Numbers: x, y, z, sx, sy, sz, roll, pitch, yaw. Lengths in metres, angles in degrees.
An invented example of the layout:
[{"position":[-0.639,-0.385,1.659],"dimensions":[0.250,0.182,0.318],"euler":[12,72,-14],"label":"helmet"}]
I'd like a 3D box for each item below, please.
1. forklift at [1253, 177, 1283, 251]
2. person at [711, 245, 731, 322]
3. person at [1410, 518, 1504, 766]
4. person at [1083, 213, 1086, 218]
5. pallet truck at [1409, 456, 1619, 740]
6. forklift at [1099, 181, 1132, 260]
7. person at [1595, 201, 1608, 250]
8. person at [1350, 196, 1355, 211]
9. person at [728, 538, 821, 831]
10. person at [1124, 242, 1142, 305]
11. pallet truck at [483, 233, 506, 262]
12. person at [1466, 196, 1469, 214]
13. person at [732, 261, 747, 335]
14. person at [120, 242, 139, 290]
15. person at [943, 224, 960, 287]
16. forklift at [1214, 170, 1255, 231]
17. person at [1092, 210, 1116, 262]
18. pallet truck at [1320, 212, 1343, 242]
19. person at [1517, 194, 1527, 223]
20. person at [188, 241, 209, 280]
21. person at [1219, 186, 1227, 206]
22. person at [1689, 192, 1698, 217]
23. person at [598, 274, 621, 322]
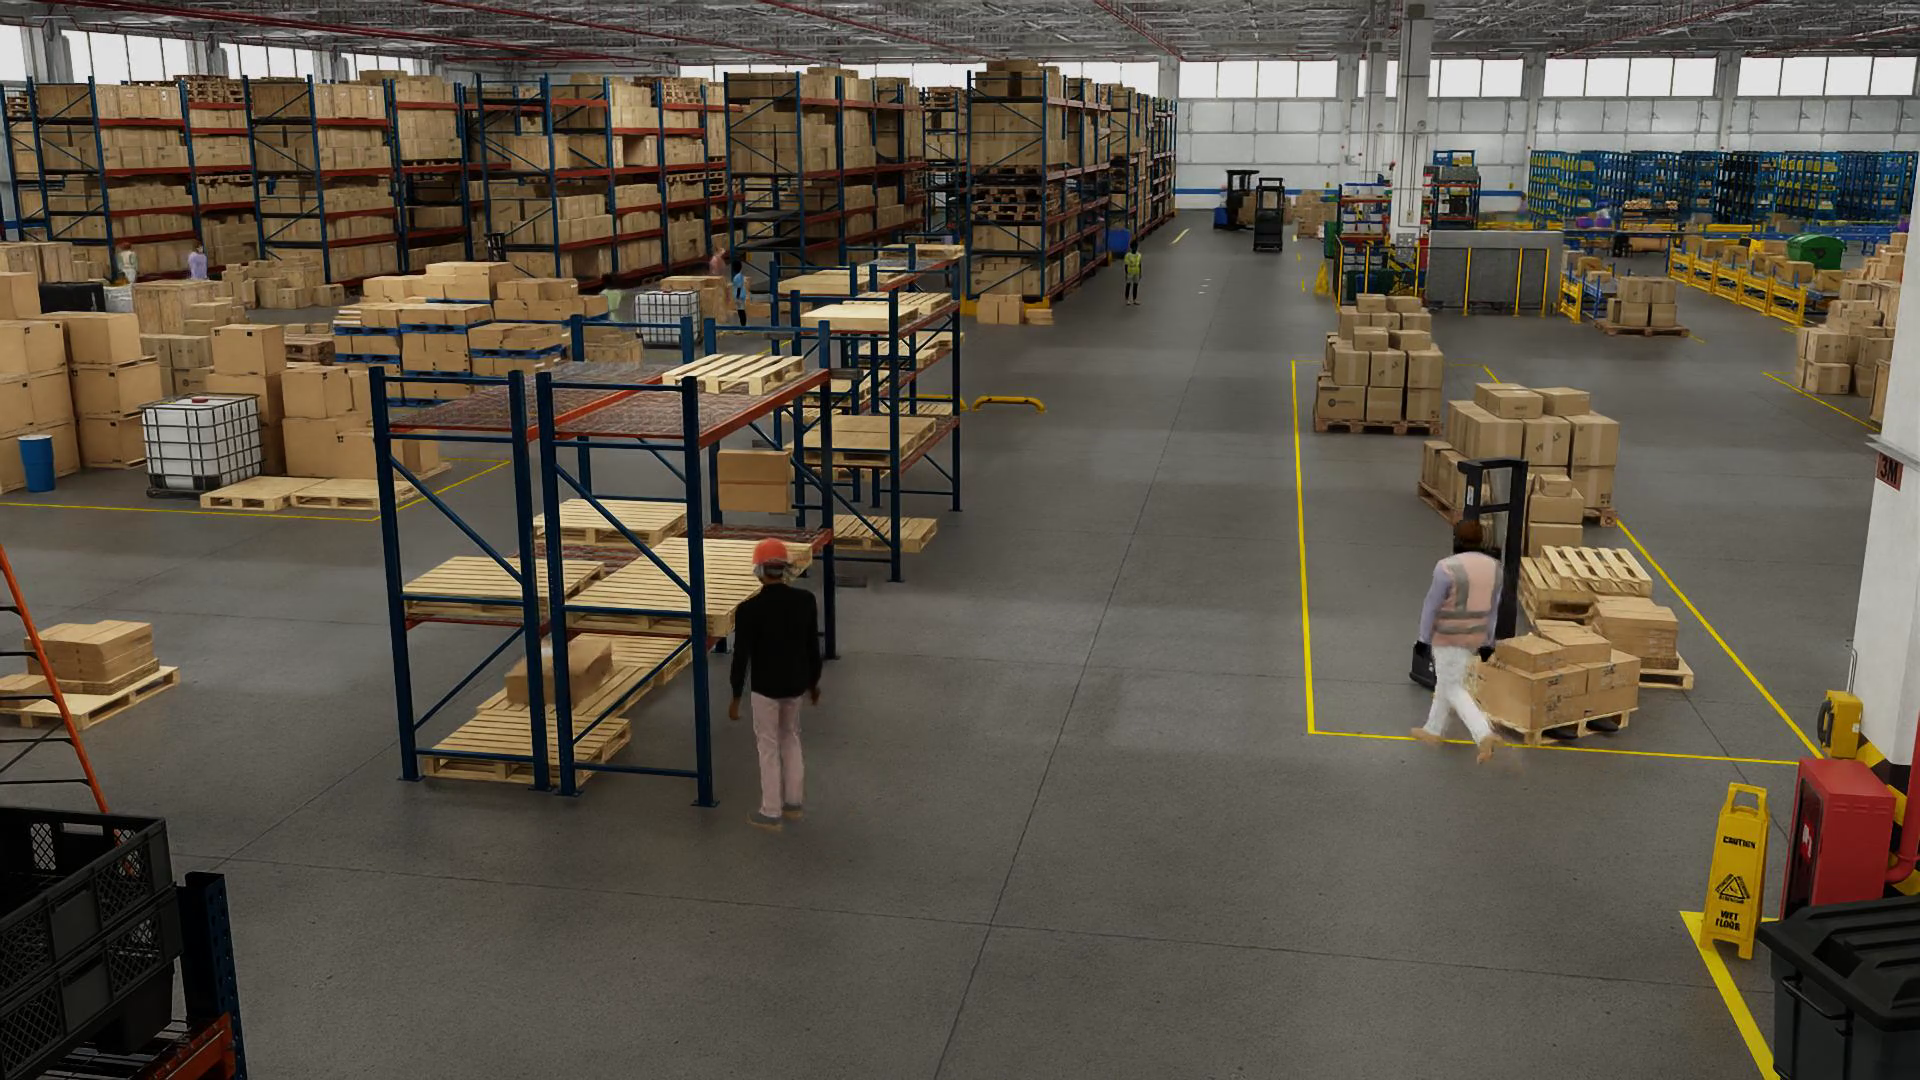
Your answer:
[{"position":[12.083,-12.747,64.956],"dimensions":[1.129,2.768,1.873],"euler":[3,14,10],"label":"forklift"},{"position":[-5.850,-6.271,40.701],"dimensions":[0.437,1.892,0.646],"euler":[3,14,11],"label":"person"},{"position":[3.777,0.751,12.383],"dimensions":[0.629,1.807,0.854],"euler":[-8,16,-31],"label":"person"},{"position":[5.766,-15.442,77.903],"dimensions":[0.402,1.906,0.651],"euler":[-9,16,-31],"label":"person"},{"position":[4.504,0.400,13.395],"dimensions":[0.823,1.965,1.885],"euler":[-6,15,-23],"label":"pallet truck"},{"position":[5.306,-11.635,60.442],"dimensions":[1.873,2.768,1.129],"euler":[3,14,11],"label":"forklift"},{"position":[25.129,-12.309,65.203],"dimensions":[0.643,1.897,0.554],"euler":[-12,18,-40],"label":"person"},{"position":[20.652,-17.758,87.667],"dimensions":[0.485,1.735,0.347],"euler":[-12,18,-39],"label":"person"},{"position":[-1.238,0.965,11.125],"dimensions":[0.645,1.992,0.408],"euler":[-11,18,-37],"label":"person"},{"position":[4.656,-7.174,44.764],"dimensions":[0.534,1.698,0.318],"euler":[-6,15,-24],"label":"person"},{"position":[-11.832,-7.026,43.548],"dimensions":[1.885,1.965,0.823],"euler":[8,16,28],"label":"pallet truck"},{"position":[22.107,-14.211,73.056],"dimensions":[0.592,1.832,0.404],"euler":[5,15,20],"label":"person"},{"position":[-5.076,-5.575,38.272],"dimensions":[0.321,1.696,0.537],"euler":[0,14,1],"label":"person"},{"position":[-22.914,-7.401,45.833],"dimensions":[0.518,1.617,0.587],"euler":[5,15,20],"label":"person"},{"position":[-0.282,-8.507,49.797],"dimensions":[0.600,1.891,0.453],"euler":[11,17,37],"label":"person"},{"position":[12.867,-15.889,77.715],"dimensions":[1.129,2.768,1.873],"euler":[-8,16,-29],"label":"forklift"},{"position":[5.045,-10.846,59.345],"dimensions":[0.976,1.862,0.656],"euler":[1,14,3],"label":"person"},{"position":[15.874,-13.227,70.310],"dimensions":[0.680,1.201,1.601],"euler":[10,17,35],"label":"pallet truck"},{"position":[25.165,-14.578,74.570],"dimensions":[0.577,1.821,0.709],"euler":[-12,18,-41],"label":"person"},{"position":[-19.306,-6.628,42.183],"dimensions":[1.043,1.896,0.641],"euler":[4,14,17],"label":"person"},{"position":[14.029,-17.957,88.463],"dimensions":[0.578,1.733,0.490],"euler":[-10,17,-35],"label":"person"},{"position":[35.239,-15.952,80.204],"dimensions":[0.824,1.804,0.600],"euler":[9,17,33],"label":"person"},{"position":[-6.912,-4.271,32.635],"dimensions":[1.008,1.862,0.621],"euler":[9,17,33],"label":"person"}]
